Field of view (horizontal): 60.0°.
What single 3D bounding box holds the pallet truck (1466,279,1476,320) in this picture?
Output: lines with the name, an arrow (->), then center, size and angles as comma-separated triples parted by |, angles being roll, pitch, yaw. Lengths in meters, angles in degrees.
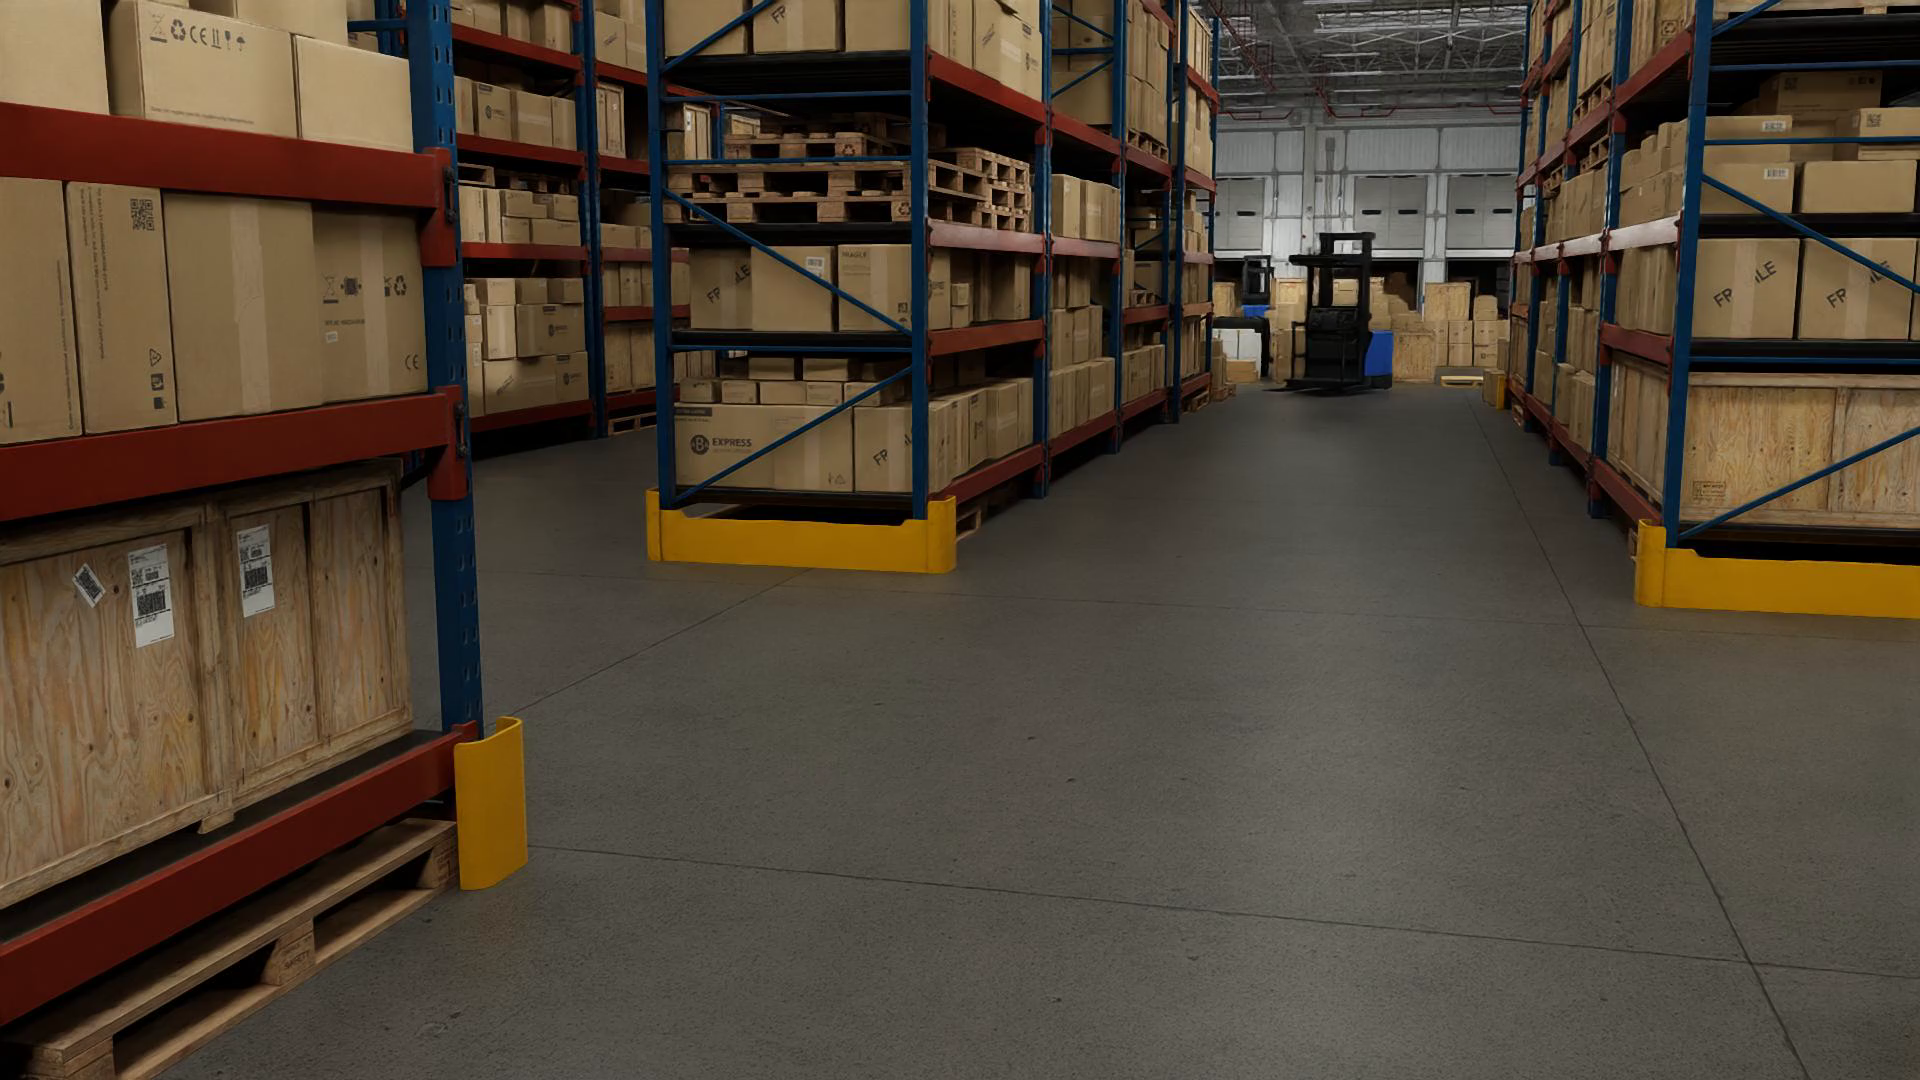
pallet truck -> 18.896, -8.459, 60.307 | 1.885, 1.965, 0.823 | 5, 10, 31

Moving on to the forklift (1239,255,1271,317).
forklift -> 10.342, -8.540, 58.027 | 1.129, 2.768, 1.873 | 2, 9, 15

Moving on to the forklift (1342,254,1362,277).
forklift -> 13.037, -8.079, 55.101 | 1.873, 2.768, 1.129 | -4, 10, -22

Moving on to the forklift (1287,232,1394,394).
forklift -> 6.786, -4.023, 29.333 | 1.129, 2.768, 1.873 | 8, 12, 42

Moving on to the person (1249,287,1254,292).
person -> 10.809, -8.564, 61.928 | 0.533, 1.697, 0.318 | 4, 10, 25
